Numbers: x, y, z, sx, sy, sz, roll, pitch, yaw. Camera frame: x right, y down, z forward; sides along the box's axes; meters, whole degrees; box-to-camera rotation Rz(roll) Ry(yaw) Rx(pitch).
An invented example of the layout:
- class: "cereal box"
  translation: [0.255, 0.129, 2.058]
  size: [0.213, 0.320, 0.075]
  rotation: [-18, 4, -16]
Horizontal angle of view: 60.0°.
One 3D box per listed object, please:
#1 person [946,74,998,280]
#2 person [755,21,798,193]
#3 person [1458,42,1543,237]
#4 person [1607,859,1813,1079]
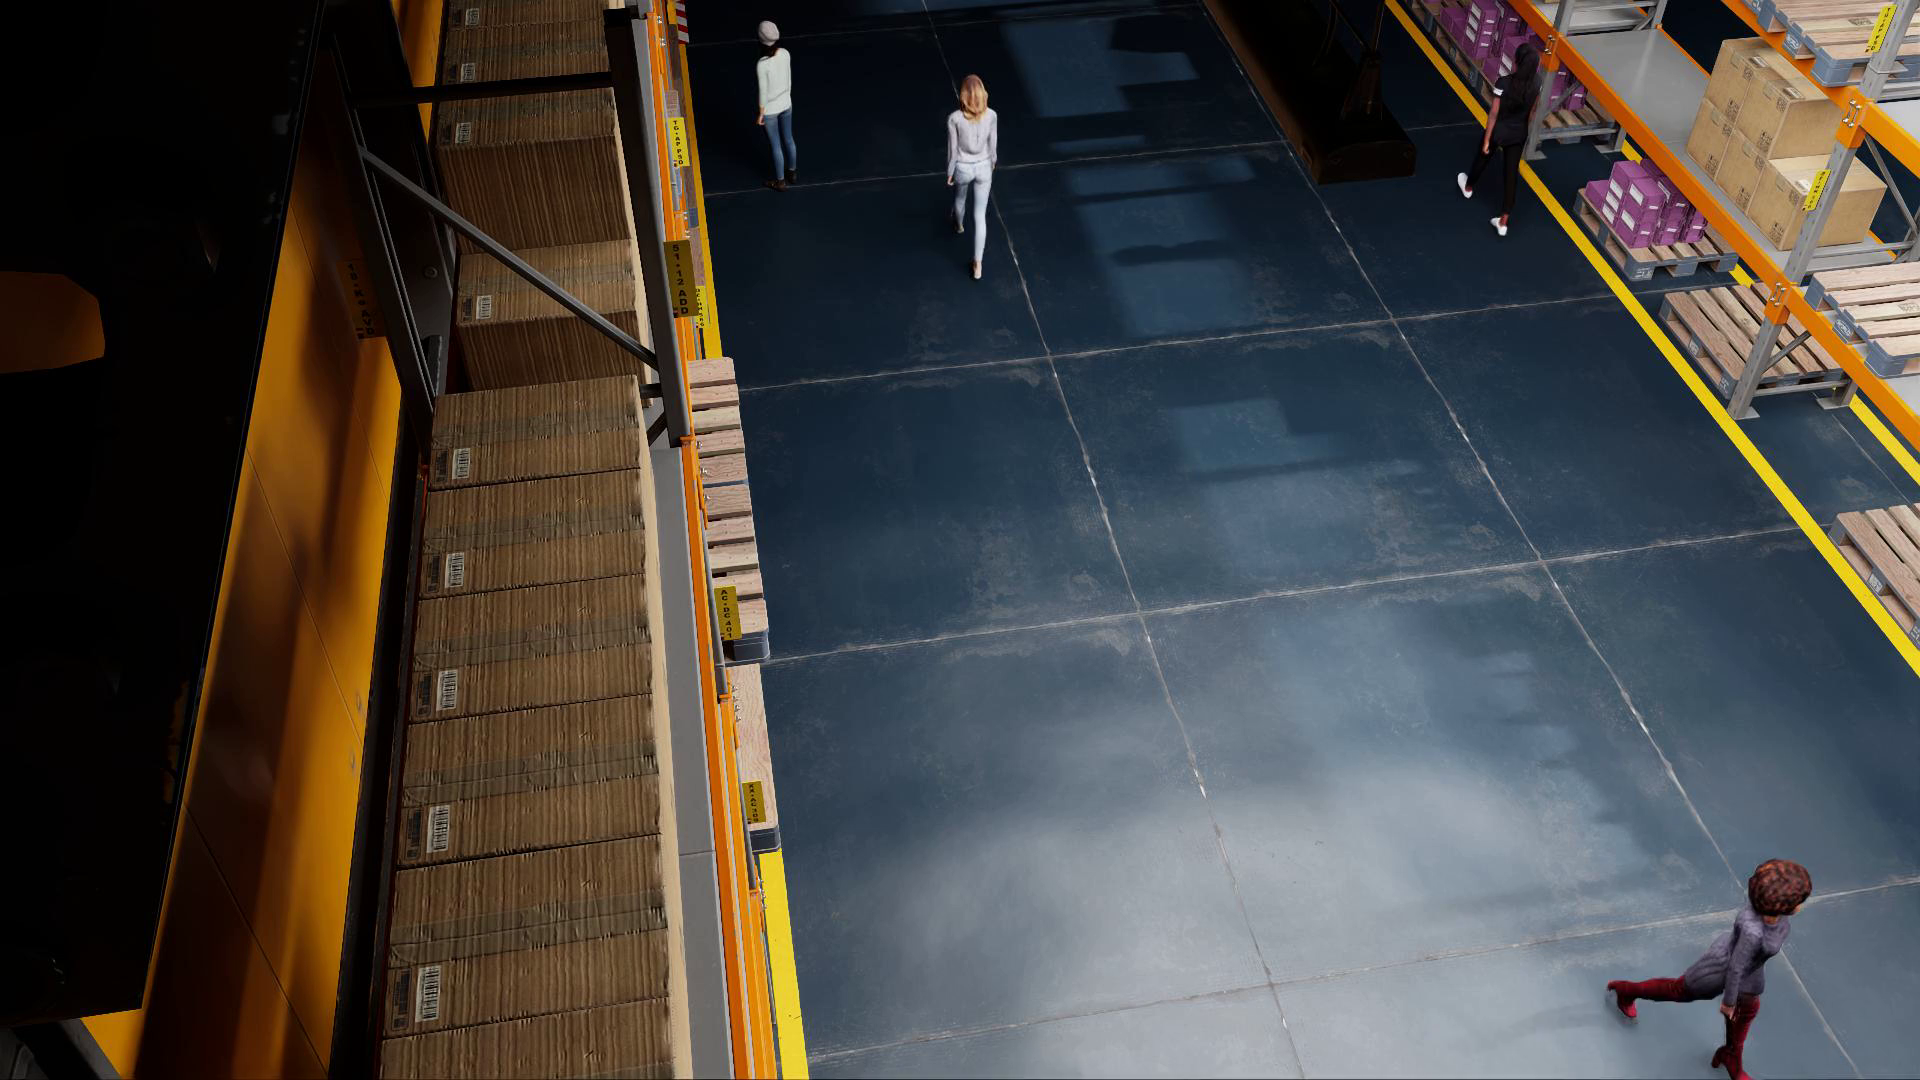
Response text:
- class: "person"
  translation: [0.122, -3.057, 14.156]
  size: [0.630, 1.750, 1.145]
  rotation: [-6, 44, -6]
- class: "person"
  translation: [-1.684, -3.971, 15.186]
  size: [0.682, 1.653, 0.640]
  rotation: [30, 51, 28]
- class: "person"
  translation: [4.851, -3.506, 14.677]
  size: [0.656, 1.682, 1.143]
  rotation: [-5, 44, -6]
- class: "person"
  translation: [3.933, 2.189, 8.706]
  size: [1.006, 1.671, 1.167]
  rotation: [-34, 53, -30]
